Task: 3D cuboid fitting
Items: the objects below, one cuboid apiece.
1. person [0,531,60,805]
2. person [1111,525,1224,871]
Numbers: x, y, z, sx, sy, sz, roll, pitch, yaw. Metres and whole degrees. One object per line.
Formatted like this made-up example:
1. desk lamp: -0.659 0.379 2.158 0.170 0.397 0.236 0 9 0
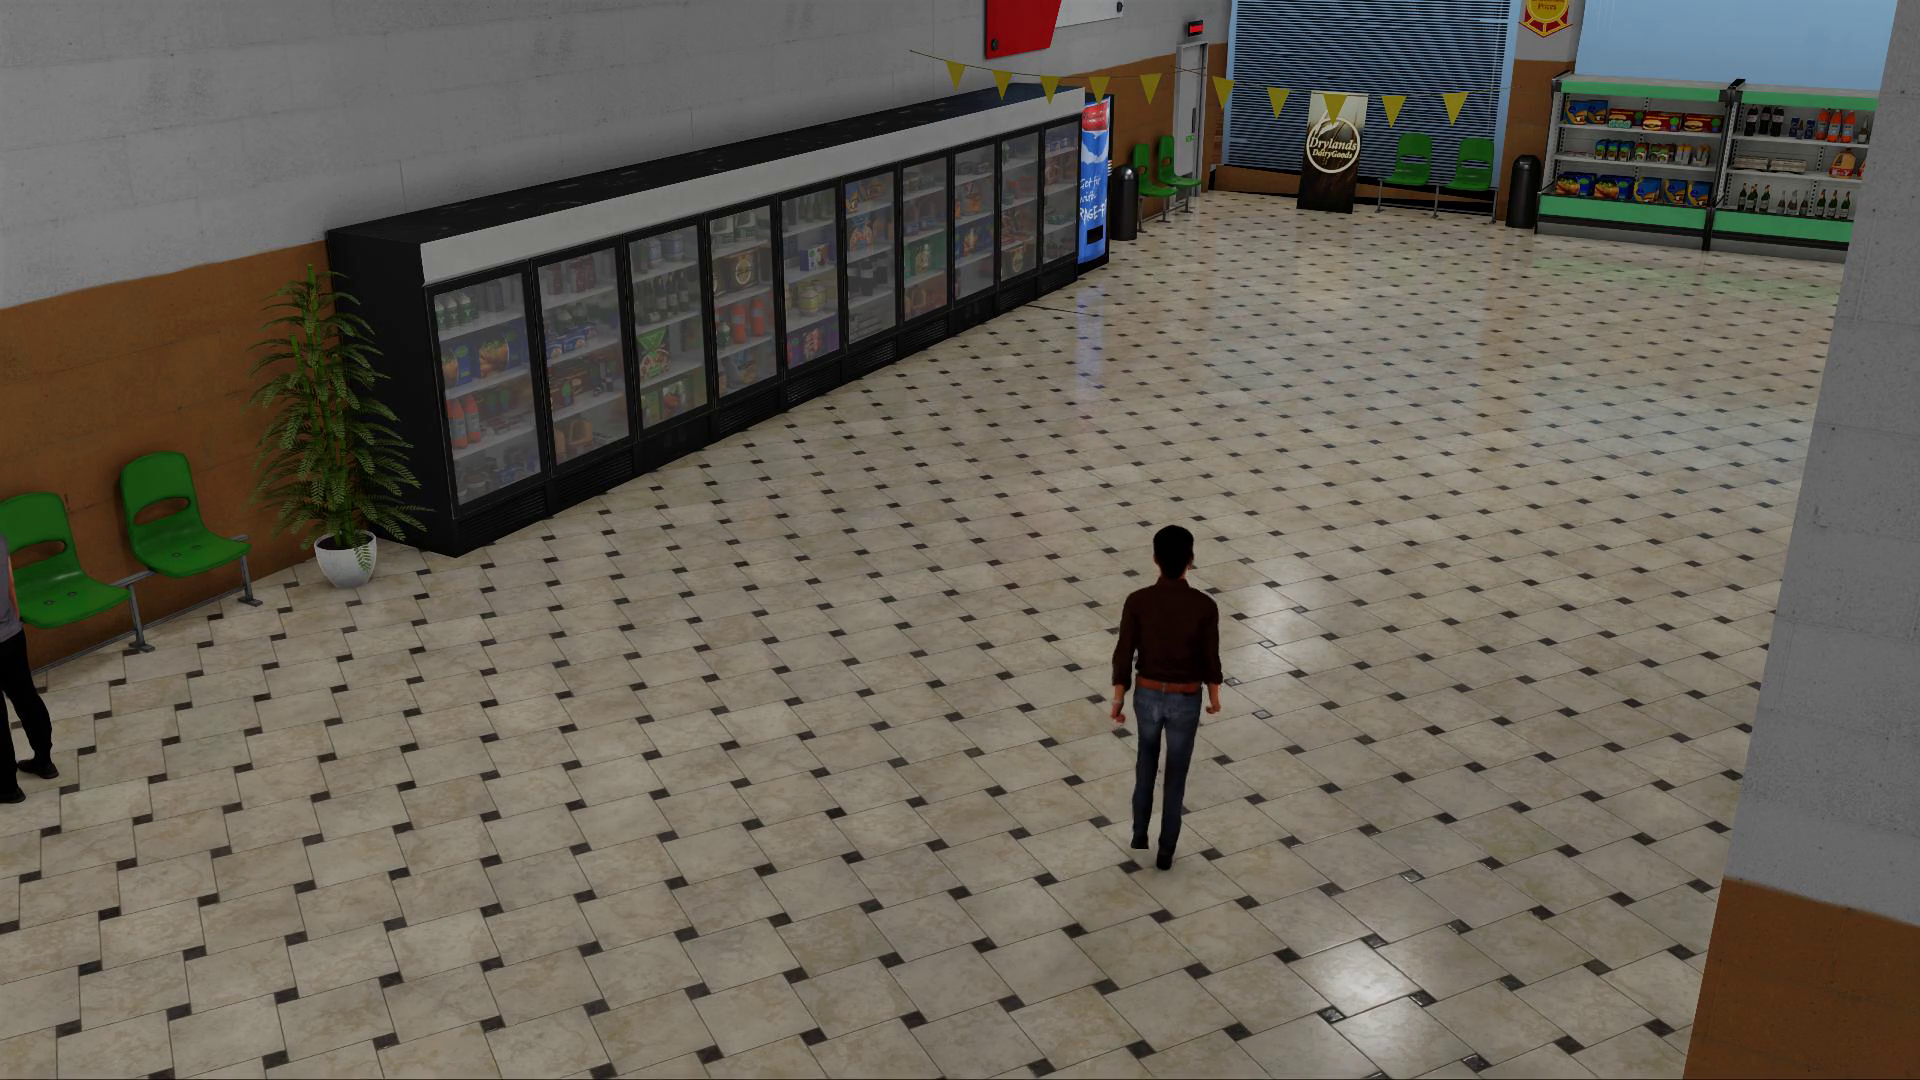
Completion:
1. person: -5.106 0.532 8.737 0.640 1.755 0.670 5 22 12
2. person: 0.982 0.821 8.007 0.678 1.763 0.805 7 23 16
